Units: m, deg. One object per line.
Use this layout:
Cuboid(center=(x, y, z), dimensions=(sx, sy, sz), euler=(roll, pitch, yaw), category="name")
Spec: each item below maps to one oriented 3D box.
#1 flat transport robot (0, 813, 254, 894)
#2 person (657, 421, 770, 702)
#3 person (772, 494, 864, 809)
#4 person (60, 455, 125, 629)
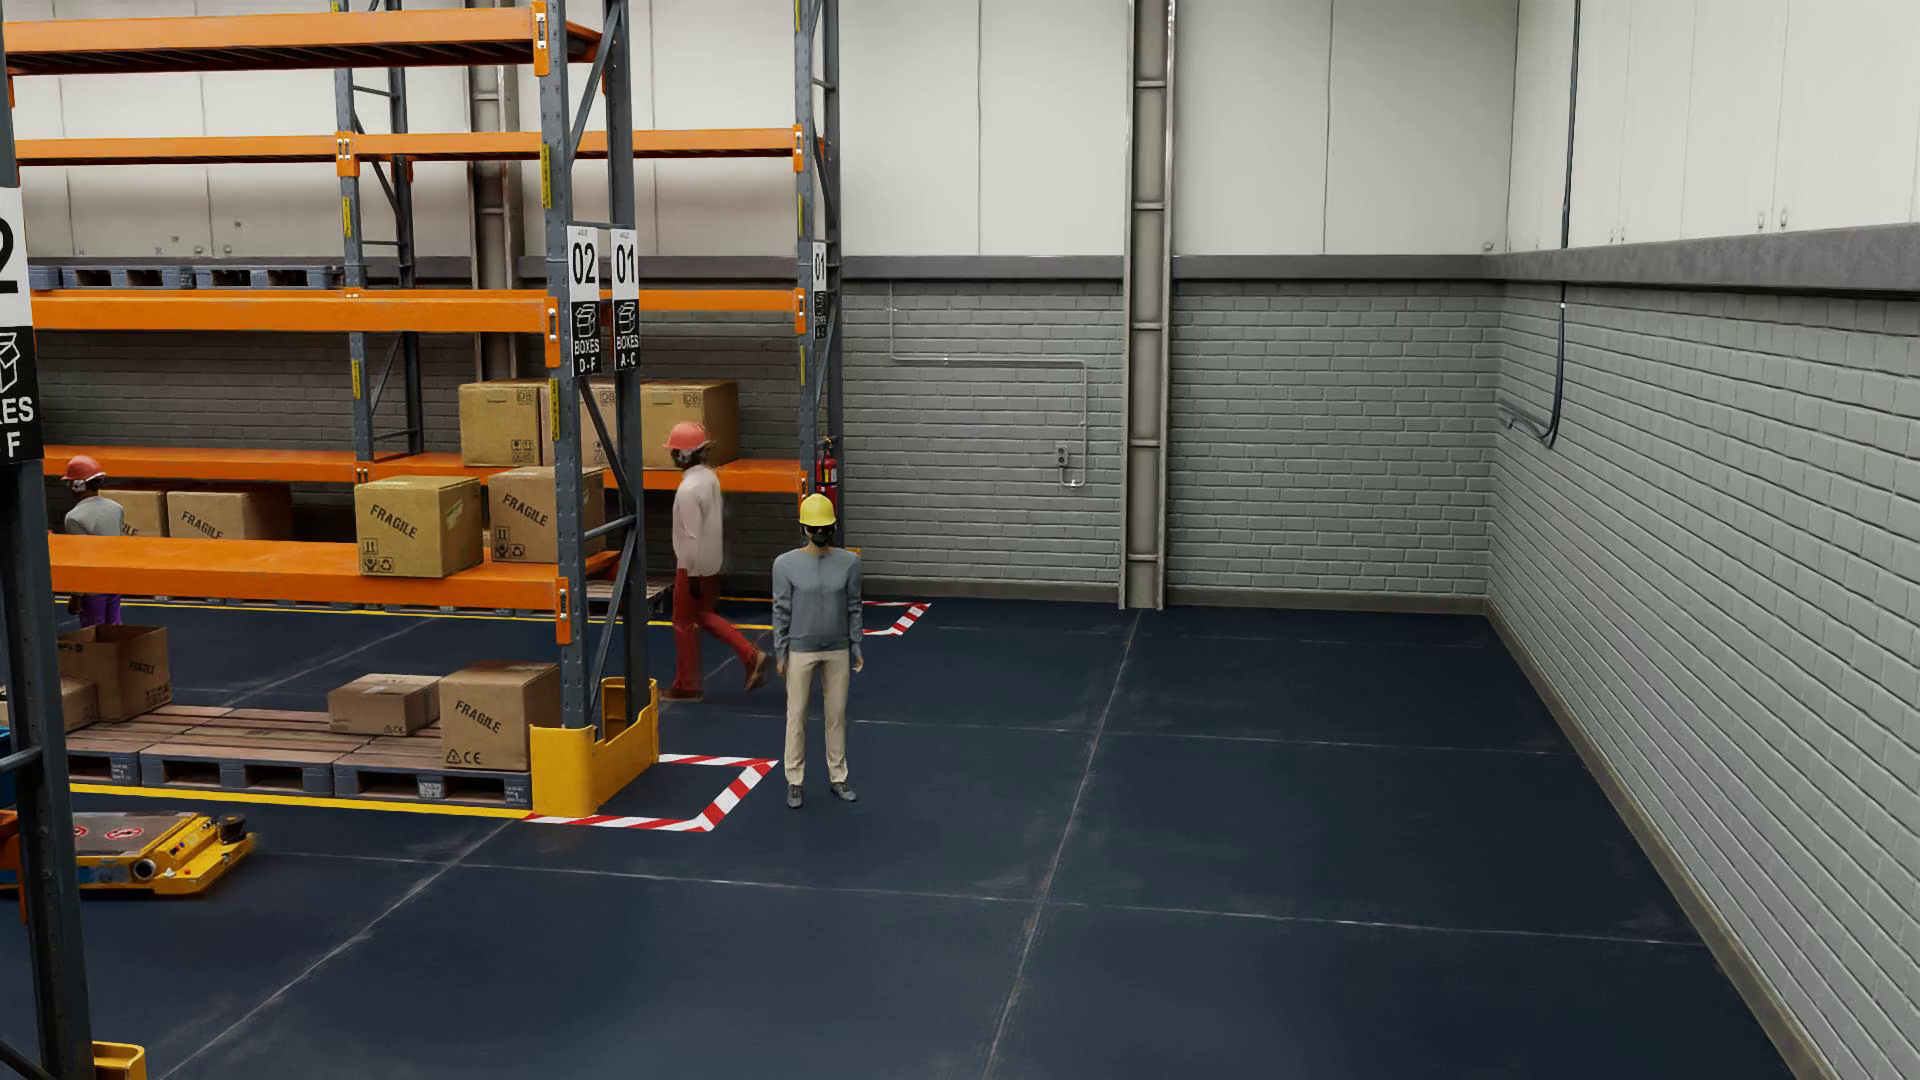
Cuboid(center=(-4.339, 1.539, 8.211), dimensions=(1.431, 0.197, 0.652), euler=(0, 9, -1), category="flat transport robot")
Cuboid(center=(-1.743, 0.158, 11.521), dimensions=(0.712, 1.972, 0.620), euler=(2, 9, 13), category="person")
Cuboid(center=(-0.787, 0.615, 9.319), dimensions=(0.526, 1.768, 0.314), euler=(-3, 10, -20), category="person")
Cuboid(center=(-5.910, 0.295, 11.344), dimensions=(0.329, 1.751, 0.567), euler=(0, 9, 2), category="person")
